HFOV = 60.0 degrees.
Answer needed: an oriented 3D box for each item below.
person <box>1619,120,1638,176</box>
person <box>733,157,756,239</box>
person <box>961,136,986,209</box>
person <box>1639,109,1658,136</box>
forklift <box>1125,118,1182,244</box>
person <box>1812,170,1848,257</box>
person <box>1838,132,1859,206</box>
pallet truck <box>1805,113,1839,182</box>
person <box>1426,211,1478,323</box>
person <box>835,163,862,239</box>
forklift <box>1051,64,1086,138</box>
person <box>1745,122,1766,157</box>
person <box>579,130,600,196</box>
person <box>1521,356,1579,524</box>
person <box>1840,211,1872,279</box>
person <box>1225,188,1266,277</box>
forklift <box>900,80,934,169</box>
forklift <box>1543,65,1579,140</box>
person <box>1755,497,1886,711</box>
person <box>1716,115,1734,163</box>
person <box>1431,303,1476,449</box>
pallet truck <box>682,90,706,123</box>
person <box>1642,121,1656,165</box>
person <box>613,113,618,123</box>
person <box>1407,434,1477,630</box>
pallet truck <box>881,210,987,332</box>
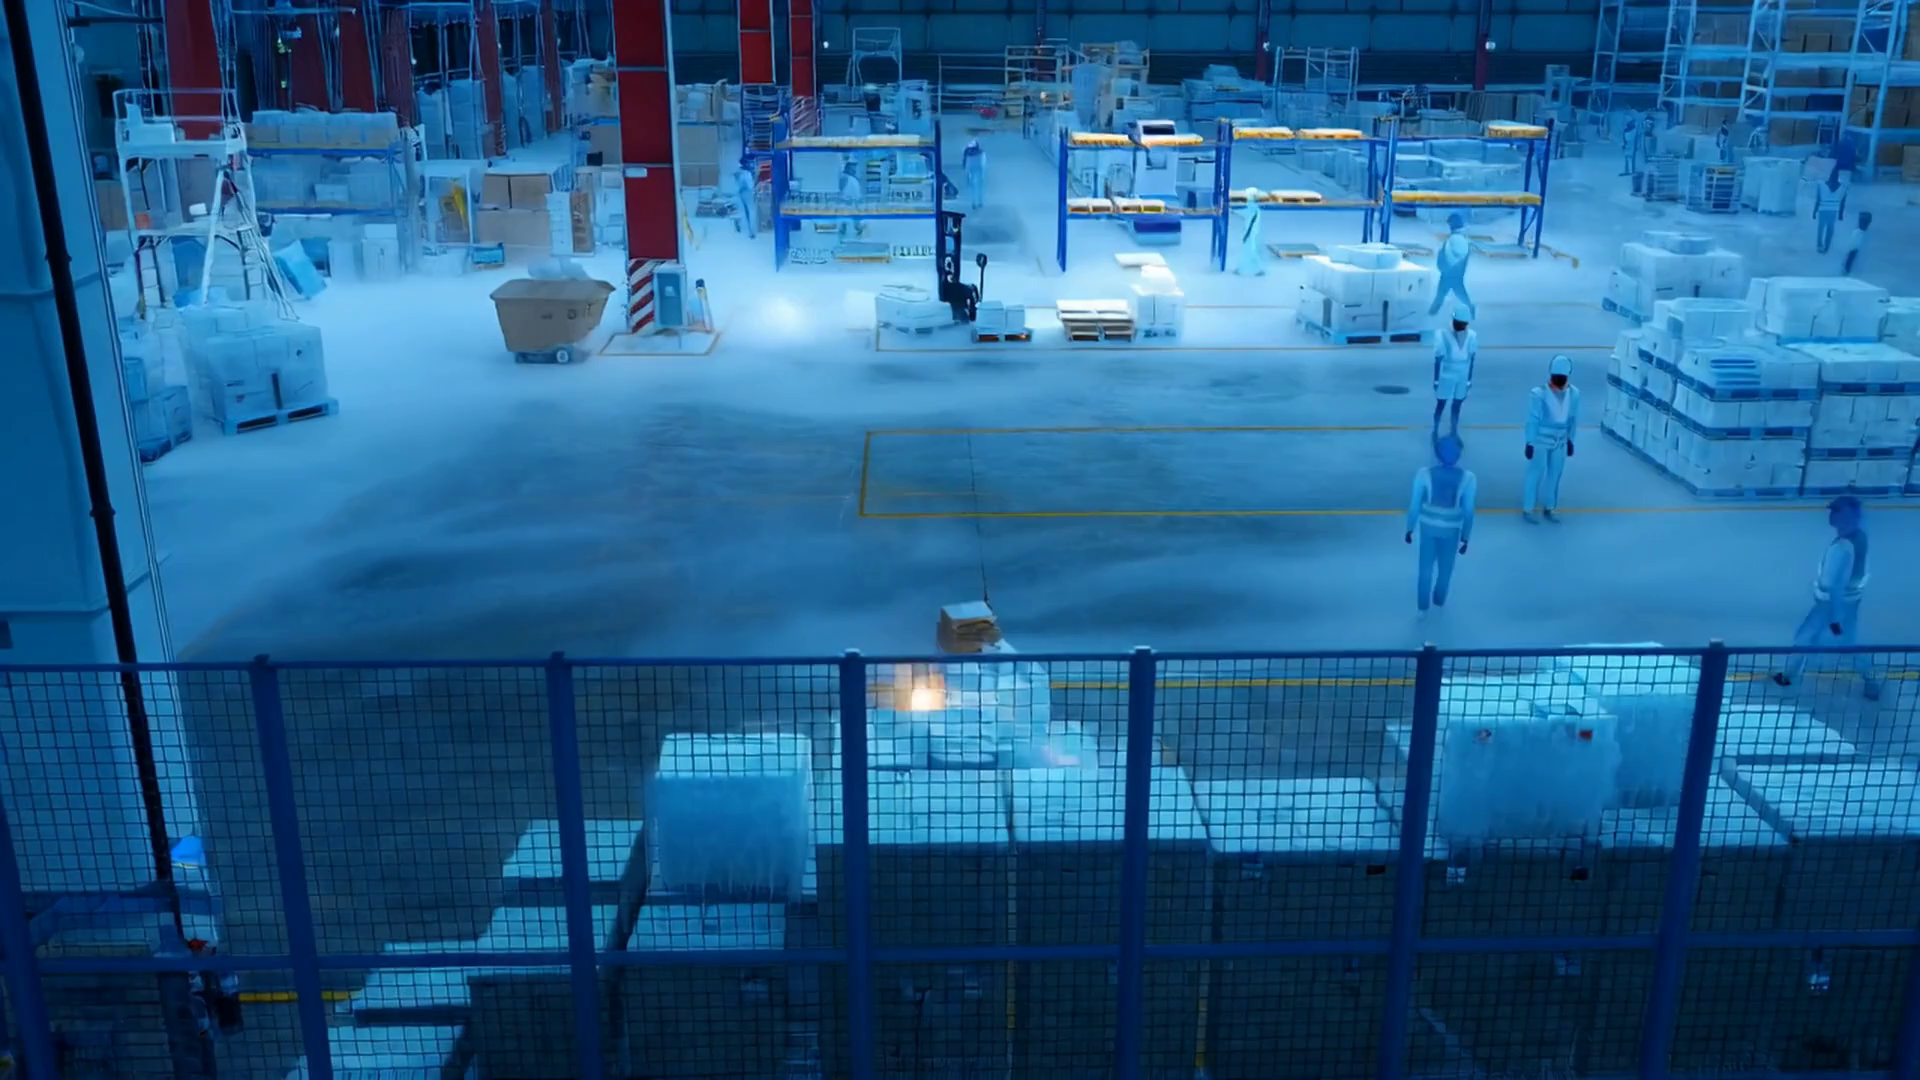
[{"bbox_3d":[20.994,-12.302,52.188,0.536,1.696,0.322,-10,21,-27],"label":"person"},{"bbox_3d":[-5.151,-8.120,39.452,0.666,1.912,0.596,11,22,30],"label":"person"},{"bbox_3d":[0.354,-9.806,44.440,0.641,1.918,0.613,6,19,17],"label":"person"},{"bbox_3d":[23.849,-14.101,57.621,0.554,1.617,0.614,1,19,2],"label":"person"},{"bbox_3d":[4.567,-8.402,38.797,1.129,2.768,1.873,-1,19,-1],"label":"forklift"},{"bbox_3d":[19.347,-7.290,37.037,0.598,1.887,0.842,12,22,32],"label":"person"},{"bbox_3d":[24.032,-10.099,45.227,0.620,1.975,0.693,-11,22,-30],"label":"person"},{"bbox_3d":[26.403,-11.957,50.702,0.823,1.965,1.885,6,19,16],"label":"pallet truck"},{"bbox_3d":[8.837,-4.892,29.677,1.030,2.000,0.684,7,20,20],"label":"person"},{"bbox_3d":[-2.627,-7.906,38.957,0.738,1.823,0.631,-14,23,-35],"label":"person"},{"bbox_3d":[4.475,-16.592,63.094,1.873,2.768,1.129,-3,19,-8],"label":"forklift"},{"bbox_3d":[24.821,-12.166,51.852,0.540,1.654,0.843,-3,19,-9],"label":"person"},{"bbox_3d":[-10.500,-10.596,46.853,0.607,1.879,0.985,3,19,8],"label":"person"},{"bbox_3d":[6.620,-1.117,18.649,0.600,1.939,0.426,-4,19,-12],"label":"person"},{"bbox_3d":[16.130,-4.979,30.119,0.470,1.922,0.742,8,20,23],"label":"person"},{"bbox_3d":[5.952,-6.314,34.218,0.849,1.830,0.510,-2,19,-5],"label":"person"},{"bbox_3d":[-1.439,-13.389,53.591,1.129,2.768,1.873,-2,19,-6],"label":"forklift"},{"bbox_3d":[22.435,-16.536,62.927,1.129,2.768,1.873,-10,21,-26],"label":"forklift"},{"bbox_3d":[7.370,0.529,13.923,0.579,1.839,0.993,-16,24,-39],"label":"person"},{"bbox_3d":[23.541,-12.113,51.285,0.384,1.930,0.540,9,21,25],"label":"person"},{"bbox_3d":[6.440,-2.133,21.668,0.542,1.928,0.374,-3,19,-8],"label":"person"},{"bbox_3d":[-9.671,-15.907,62.421,0.823,1.965,1.885,5,19,15],"label":"pallet truck"},{"bbox_3d":[20.297,-11.384,49.102,0.373,1.936,0.629,3,19,8],"label":"person"},{"bbox_3d":[-11.706,-14.037,57.364,0.531,1.671,0.724,14,23,35],"label":"person"},{"bbox_3d":[4.527,-0.079,15.708,0.588,1.854,0.925,6,19,16],"label":"person"},{"bbox_3d":[-0.493,-4.759,29.349,1.885,1.965,0.823,-13,23,-34],"label":"pallet truck"}]
